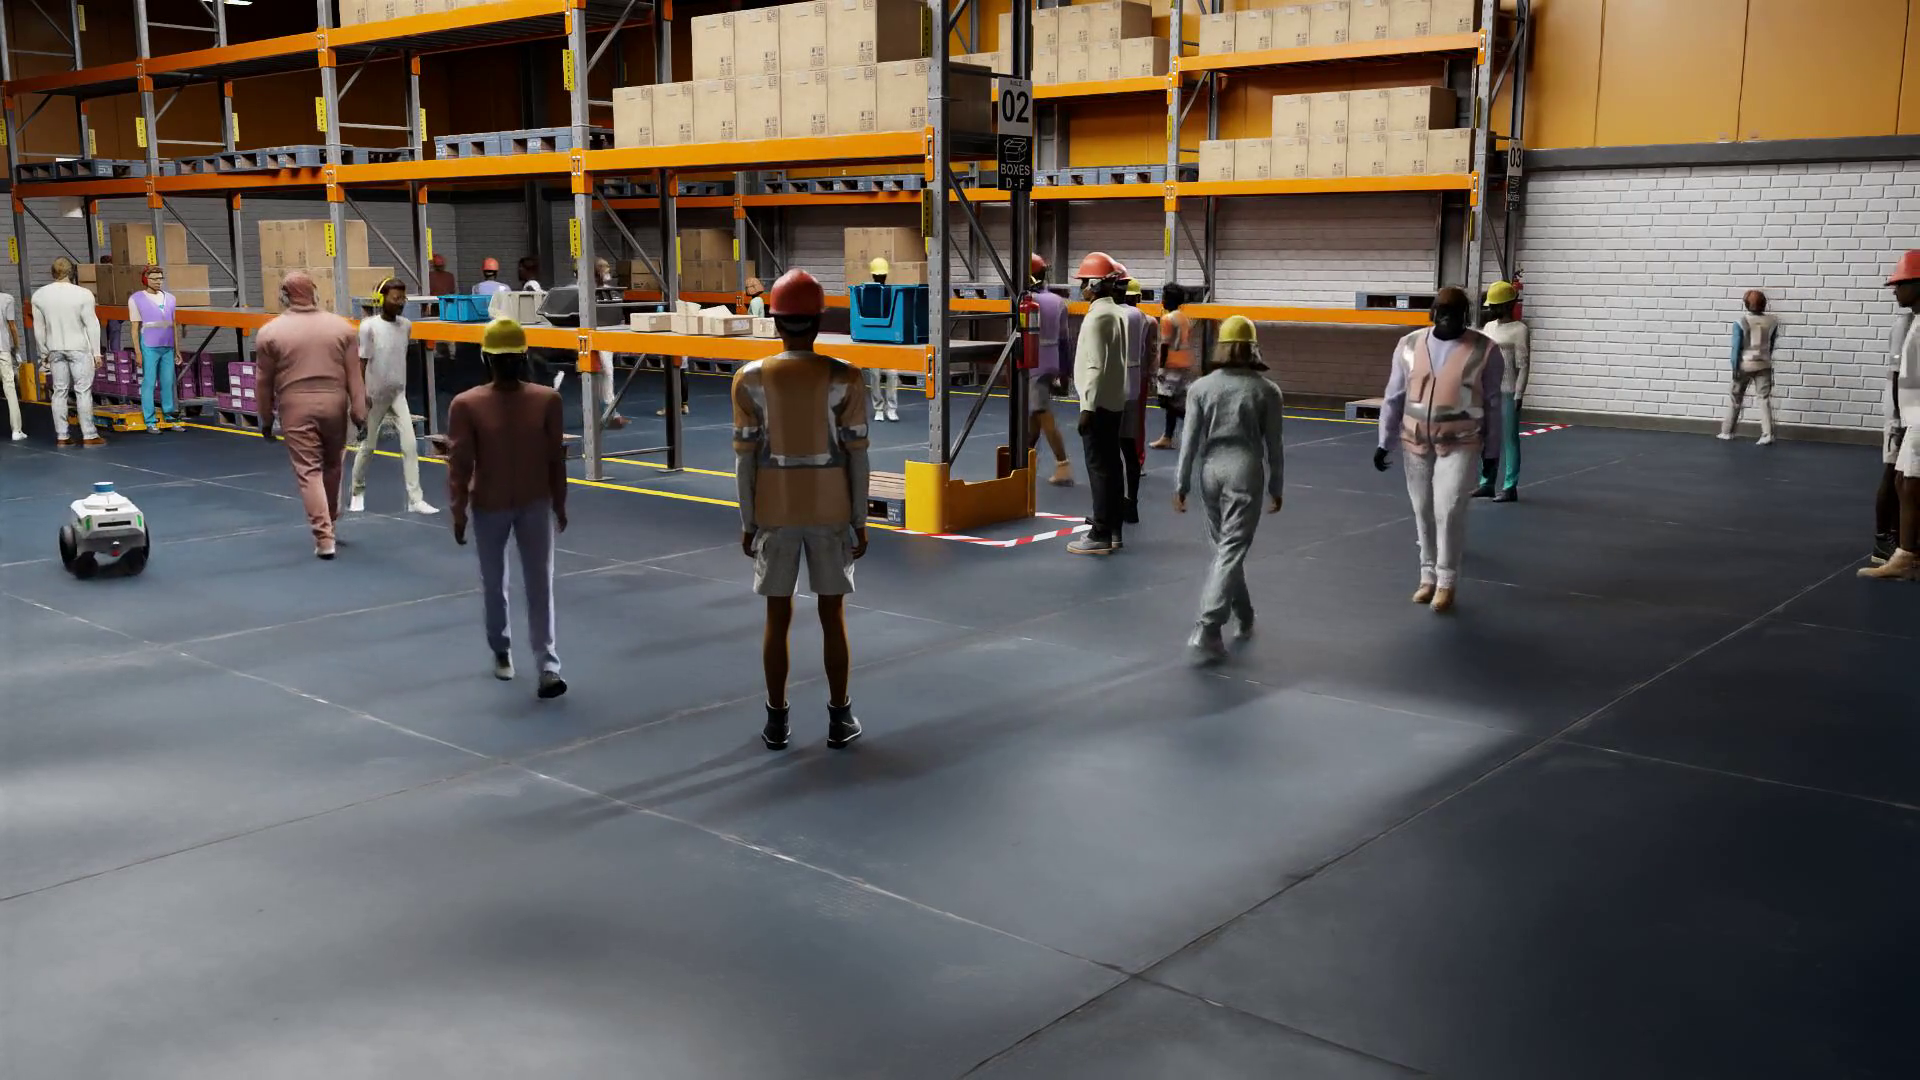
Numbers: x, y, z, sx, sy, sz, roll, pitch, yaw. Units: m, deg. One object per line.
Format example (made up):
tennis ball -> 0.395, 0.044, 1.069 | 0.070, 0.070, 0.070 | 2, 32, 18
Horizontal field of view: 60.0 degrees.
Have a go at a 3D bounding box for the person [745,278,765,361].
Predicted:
person -> -2.750, -2.719, 22.456 | 0.288, 1.626, 0.497 | 0, 10, 1

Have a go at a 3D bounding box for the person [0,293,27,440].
person -> -10.155, -1.963, 17.462 | 0.519, 1.865, 0.335 | -5, 11, -24

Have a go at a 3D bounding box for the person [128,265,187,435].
person -> -8.786, -2.071, 18.159 | 0.378, 1.836, 0.561 | 4, 11, 23

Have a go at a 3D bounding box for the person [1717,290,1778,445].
person -> 8.213, -1.787, 17.242 | 0.511, 1.598, 0.837 | 0, 10, -2

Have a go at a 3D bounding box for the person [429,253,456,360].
person -> -9.441, -4.234, 30.221 | 0.619, 1.939, 0.855 | -7, 12, -36

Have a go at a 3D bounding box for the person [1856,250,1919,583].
person -> 5.852, -0.715, 9.929 | 0.725, 2.013, 0.625 | 5, 11, 26

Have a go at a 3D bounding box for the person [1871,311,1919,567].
person -> 6.126, -0.818, 10.646 | 0.607, 1.966, 0.373 | -8, 13, -38

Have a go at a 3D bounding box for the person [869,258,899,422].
person -> -0.908, -2.299, 19.256 | 0.626, 1.895, 0.794 | -1, 10, -8

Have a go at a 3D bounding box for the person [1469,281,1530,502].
person -> 4.316, -1.181, 13.317 | 0.335, 1.759, 0.523 | -4, 11, -22

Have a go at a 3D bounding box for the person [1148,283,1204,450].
person -> 2.172, -1.717, 16.562 | 0.566, 1.681, 0.544 | 5, 11, 27

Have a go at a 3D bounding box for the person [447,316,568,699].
person -> -2.031, -0.147, 7.526 | 0.549, 1.711, 0.921 | -5, 11, -24

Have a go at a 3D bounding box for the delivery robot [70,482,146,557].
delivery robot -> -5.345, -0.120, 10.423 | 0.477, 0.478, 0.707 | -7, 12, -33

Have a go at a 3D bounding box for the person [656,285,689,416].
person -> -3.480, -2.335, 20.080 | 0.318, 1.696, 0.542 | 5, 11, 26

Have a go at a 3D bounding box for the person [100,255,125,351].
person -> -14.188, -3.791, 27.769 | 0.637, 1.902, 0.403 | 5, 11, 26

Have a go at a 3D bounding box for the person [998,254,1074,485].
person -> 0.658, -1.469, 14.368 | 1.028, 1.983, 0.602 | 10, 14, 44

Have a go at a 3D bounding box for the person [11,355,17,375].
person -> -15.292, -3.463, 26.168 | 0.971, 1.807, 0.523 | -10, 14, -44

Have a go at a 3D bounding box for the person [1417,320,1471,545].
person -> 3.241, -0.727, 11.048 | 0.306, 1.645, 0.522 | 2, 10, 9

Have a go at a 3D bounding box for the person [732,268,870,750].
person -> -0.632, -0.112, 6.704 | 0.545, 1.942, 0.349 | 0, 10, -2

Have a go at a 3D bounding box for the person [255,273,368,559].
person -> -4.339, -0.836, 11.081 | 0.657, 1.844, 1.009 | -6, 12, -33

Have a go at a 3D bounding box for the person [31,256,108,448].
person -> -9.011, -1.890, 16.838 | 0.635, 1.936, 0.354 | 0, 10, -1

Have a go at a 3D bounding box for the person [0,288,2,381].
person -> -14.835, -3.352, 25.420 | 0.633, 1.846, 0.429 | 4, 11, 21

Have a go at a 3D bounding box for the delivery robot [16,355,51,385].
delivery robot -> -12.607, -2.285, 22.754 | 0.477, 0.478, 0.707 | -2, 10, -8

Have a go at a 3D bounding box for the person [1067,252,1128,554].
person -> 0.920, -0.903, 11.051 | 0.388, 1.992, 0.625 | 4, 11, 22

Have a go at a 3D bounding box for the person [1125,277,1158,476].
person -> 1.493, -1.445, 14.786 | 0.524, 1.770, 0.315 | 2, 10, 9

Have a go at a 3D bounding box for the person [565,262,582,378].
person -> -5.909, -3.452, 26.058 | 0.588, 1.822, 0.403 | -6, 12, -31

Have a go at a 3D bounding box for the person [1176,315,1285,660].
person -> 1.354, -0.274, 8.366 | 0.500, 1.687, 0.918 | 5, 11, 26

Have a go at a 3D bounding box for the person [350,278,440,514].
person -> -4.424, -1.089, 12.701 | 0.833, 1.810, 0.550 | 6, 12, 33

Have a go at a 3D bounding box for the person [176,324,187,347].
person -> -11.276, -3.071, 23.517 | 0.618, 1.955, 0.853 | -7, 12, -35

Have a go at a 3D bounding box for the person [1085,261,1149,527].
person -> 1.123, -1.058, 12.128 | 0.370, 1.928, 0.543 | 8, 13, 39

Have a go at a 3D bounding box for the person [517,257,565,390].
person -> -5.798, -2.891, 22.654 | 0.648, 1.901, 0.592 | -3, 10, -16

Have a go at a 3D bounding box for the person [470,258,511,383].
person -> -6.504, -2.969, 23.159 | 0.565, 1.888, 1.020 | -1, 10, -8

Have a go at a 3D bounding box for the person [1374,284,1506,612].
person -> 2.647, -0.506, 9.295 | 0.637, 1.818, 0.682 | 7, 12, 36

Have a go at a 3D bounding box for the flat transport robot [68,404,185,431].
flat transport robot -> -9.371, -1.381, 18.677 | 1.431, 0.197, 0.652 | 8, 13, 38

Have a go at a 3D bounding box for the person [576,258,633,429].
person -> -3.936, -2.187, 18.635 | 0.879, 1.903, 0.642 | 4, 11, 23
